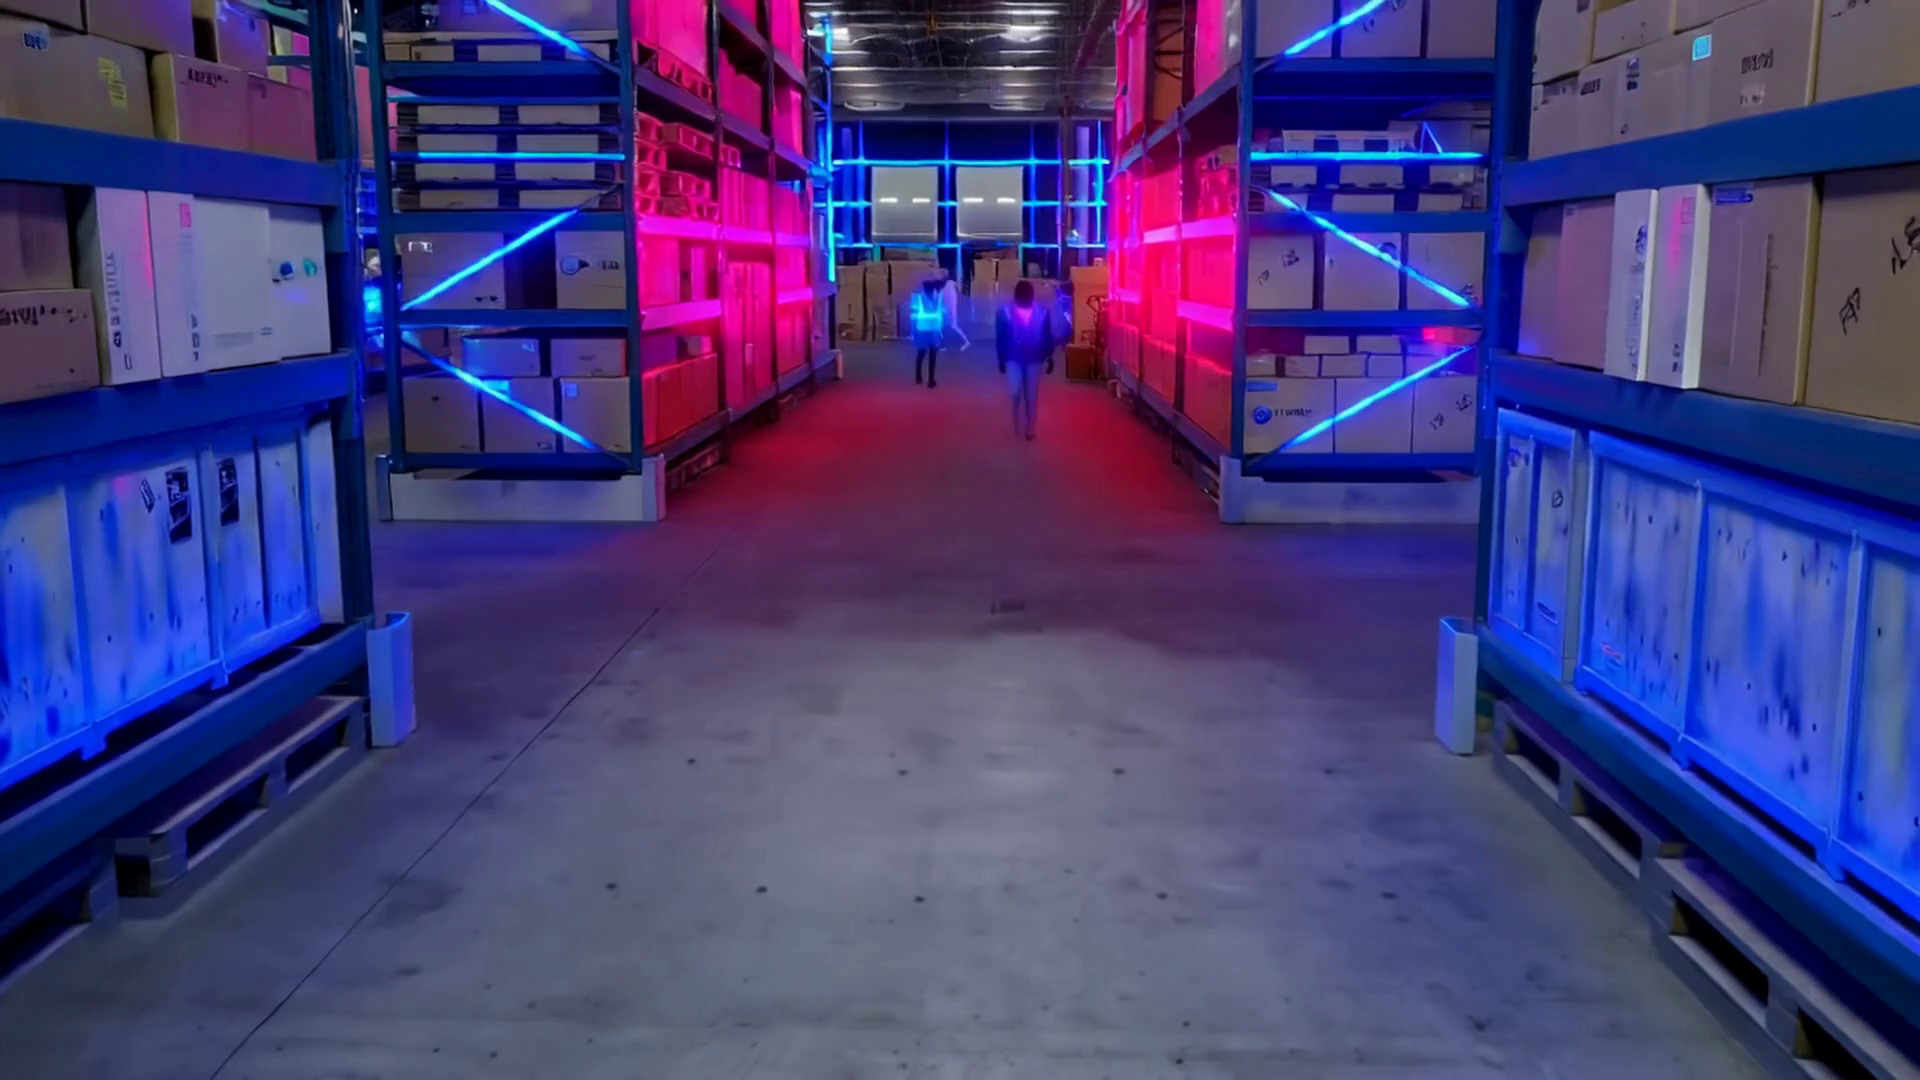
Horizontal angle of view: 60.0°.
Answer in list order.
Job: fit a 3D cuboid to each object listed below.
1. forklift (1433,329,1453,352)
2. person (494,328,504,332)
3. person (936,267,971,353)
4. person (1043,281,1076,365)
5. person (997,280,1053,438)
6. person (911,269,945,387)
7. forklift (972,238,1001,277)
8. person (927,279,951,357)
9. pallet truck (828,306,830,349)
[{"bbox_3d":[11.268,-5.487,36.432,1.129,2.768,1.873,-1,10,-8],"label":"forklift"},{"bbox_3d":[-8.961,-4.414,32.733,0.806,1.970,0.621,-6,11,-31],"label":"person"},{"bbox_3d":[-0.219,-5.129,37.163,0.831,1.919,0.632,-3,10,-19],"label":"person"},{"bbox_3d":[1.999,-4.171,32.191,0.816,1.663,0.536,0,9,1],"label":"person"},{"bbox_3d":[0.751,-2.072,19.150,0.635,1.825,0.511,-1,10,-5],"label":"person"},{"bbox_3d":[-0.526,-3.466,27.185,0.559,1.923,0.599,-3,10,-18],"label":"person"},{"bbox_3d":[0.866,-8.550,54.779,1.129,2.768,1.873,0,9,1],"label":"forklift"},{"bbox_3d":[-0.432,-4.766,35.760,0.853,1.650,0.549,-9,13,-44],"label":"person"},{"bbox_3d":[-3.100,-3.940,29.800,1.885,1.965,0.823,3,10,19],"label":"pallet truck"}]
